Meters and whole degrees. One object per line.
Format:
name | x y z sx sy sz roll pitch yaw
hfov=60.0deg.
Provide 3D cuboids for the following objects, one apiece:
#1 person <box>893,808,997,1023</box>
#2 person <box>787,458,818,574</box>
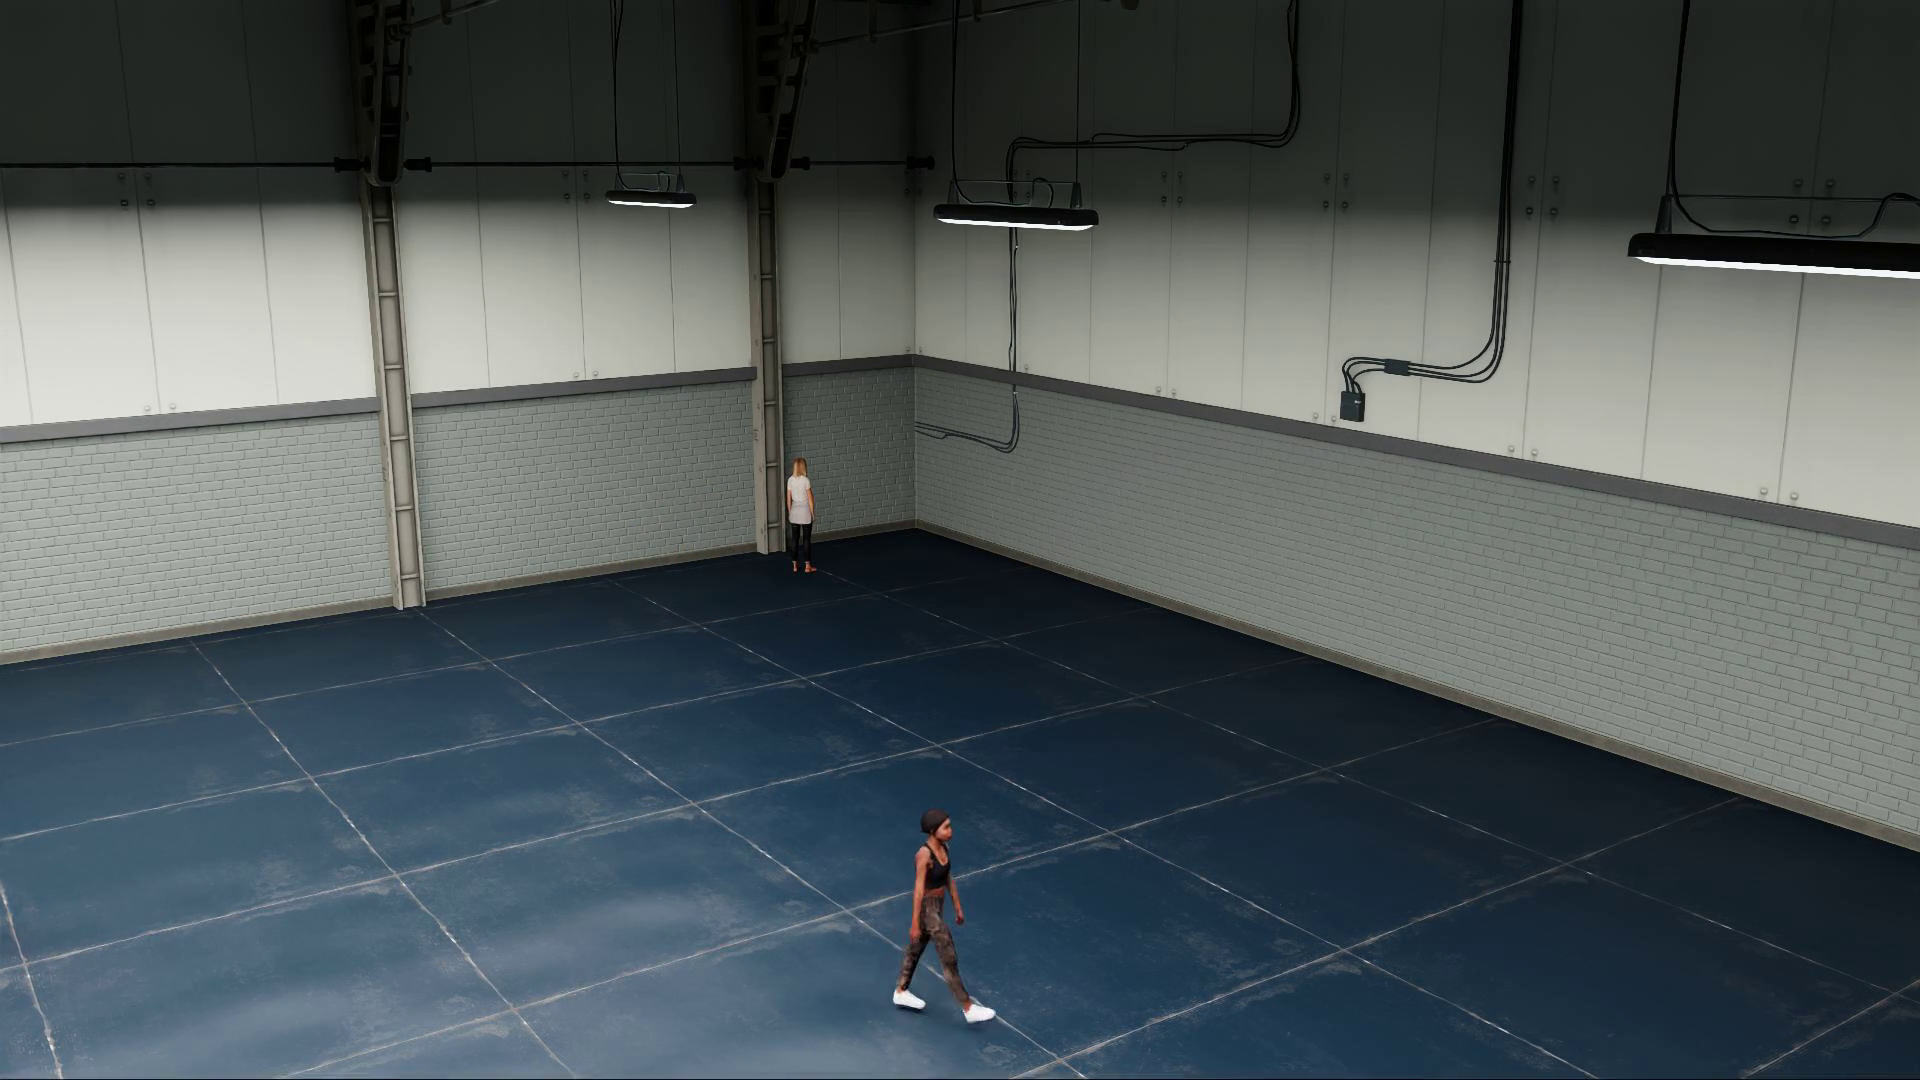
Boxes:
person | -0.303 2.830 12.598 1.036 1.651 1.113 6 14 23
person | -2.499 -0.394 26.129 0.677 1.827 0.703 5 14 20
